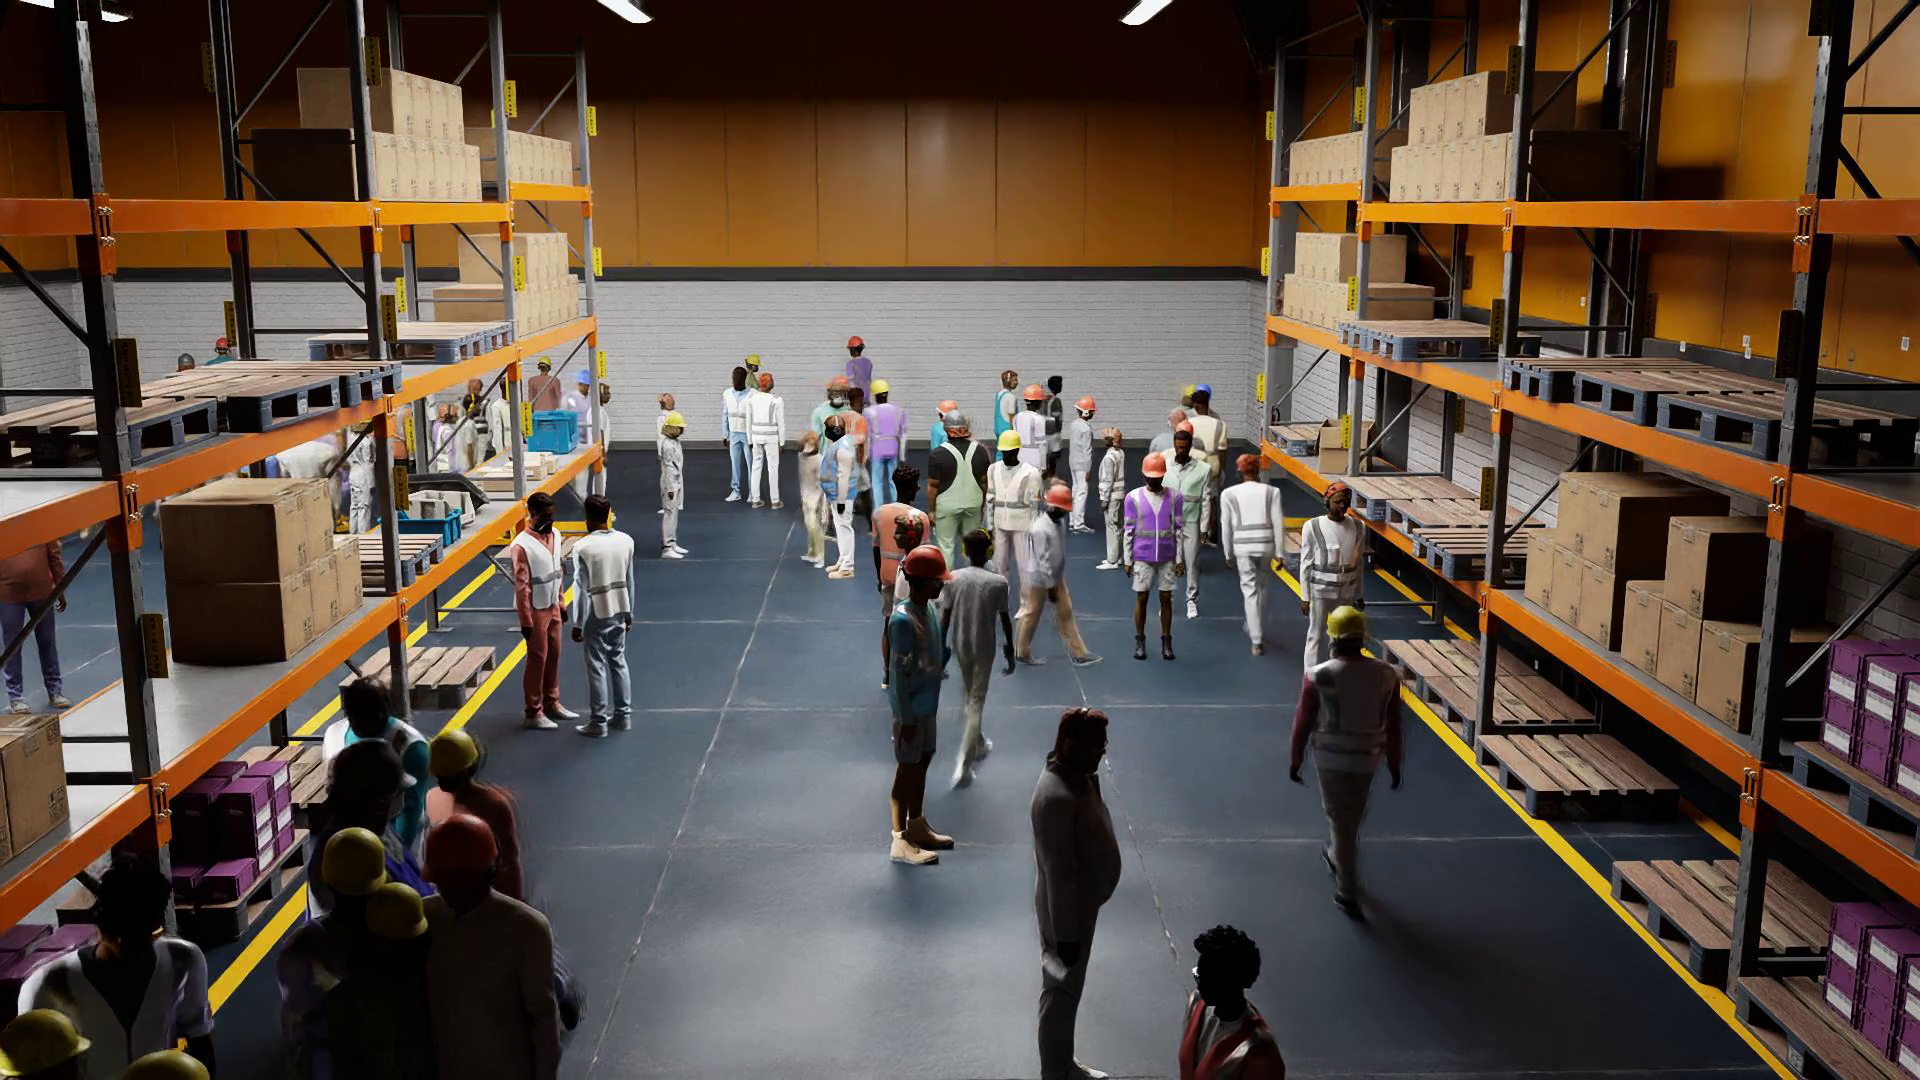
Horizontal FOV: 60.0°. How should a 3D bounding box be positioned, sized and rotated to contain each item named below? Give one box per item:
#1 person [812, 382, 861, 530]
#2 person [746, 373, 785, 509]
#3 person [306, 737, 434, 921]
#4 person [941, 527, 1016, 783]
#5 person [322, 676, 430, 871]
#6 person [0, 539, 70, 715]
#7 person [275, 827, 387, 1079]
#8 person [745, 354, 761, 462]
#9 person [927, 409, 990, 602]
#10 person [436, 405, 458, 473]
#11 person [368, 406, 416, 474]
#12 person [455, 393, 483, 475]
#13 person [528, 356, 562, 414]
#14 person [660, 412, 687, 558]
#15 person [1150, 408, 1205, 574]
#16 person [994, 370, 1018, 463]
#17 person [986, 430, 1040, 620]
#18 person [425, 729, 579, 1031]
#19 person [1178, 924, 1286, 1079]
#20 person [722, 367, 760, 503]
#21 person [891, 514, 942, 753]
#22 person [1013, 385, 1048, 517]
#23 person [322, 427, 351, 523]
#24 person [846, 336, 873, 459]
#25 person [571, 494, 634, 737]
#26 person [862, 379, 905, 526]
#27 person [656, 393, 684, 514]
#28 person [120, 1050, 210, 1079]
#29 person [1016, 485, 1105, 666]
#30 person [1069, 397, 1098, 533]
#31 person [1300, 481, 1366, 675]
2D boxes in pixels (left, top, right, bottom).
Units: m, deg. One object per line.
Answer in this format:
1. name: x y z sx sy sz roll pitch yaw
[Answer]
1. person: -1.567 -1.049 21.178 0.633 1.931 0.365 -1 11 -6
2. person: -2.679 -1.364 22.901 0.573 1.877 0.344 4 12 18
3. person: -2.349 1.769 6.764 0.535 2.000 0.695 -3 12 -13
4. person: 0.112 0.817 12.113 0.545 1.826 0.981 4 12 19
5. person: -2.988 1.575 8.340 0.633 1.795 0.943 3 12 14
6. person: -7.633 0.440 13.574 0.614 1.987 0.408 -10 15 -42
7. person: -2.182 1.960 6.098 0.380 1.922 0.591 6 13 28
8. person: -3.376 -2.140 27.076 0.326 1.761 0.523 0 11 1
9. person: -0.048 -0.371 17.495 0.680 2.000 0.535 -5 12 -22
10. person: -6.499 -0.902 21.190 0.318 1.631 0.524 -5 12 -23
11. person: -7.299 -1.100 21.429 0.584 1.928 0.373 0 11 2
12. person: -6.155 -0.892 20.649 0.519 1.842 0.513 -4 12 -20
13. person: -6.669 -2.078 26.781 0.535 1.753 0.341 -1 11 -4
14. person: -3.379 -0.650 19.681 0.355 1.734 0.489 0 11 1
15. person: 2.483 -0.576 19.076 0.664 1.837 1.060 3 12 15
16. person: 0.665 -1.485 23.579 0.351 1.843 0.506 -5 12 -25
17. person: 0.517 -0.155 16.726 0.587 1.920 0.391 7 13 30
18. person: -2.235 1.679 8.003 0.551 1.731 0.721 6 13 26
19. person: 0.929 2.139 5.799 0.321 1.689 0.530 -4 12 -19
20. person: -3.054 -1.487 23.399 0.596 1.915 0.372 3 12 17
21. person: -0.318 0.708 12.569 0.387 1.845 0.565 -1 11 -7
22. person: 0.903 -0.970 20.758 0.362 1.938 0.545 -10 15 -40
23. person: -8.078 -1.085 21.602 0.376 1.828 0.617 -9 14 -38
24. person: -1.692 -2.322 27.272 0.391 2.040 0.615 7 13 32
25. person: -2.784 0.588 13.036 0.409 1.907 0.598 7 14 33
26. person: -0.997 -1.116 21.523 0.596 1.925 0.396 -5 12 -25
27. person: -3.937 -1.172 22.514 0.311 1.642 0.512 5 12 22
28. person: -2.120 2.278 4.516 0.381 1.918 0.585 4 12 20
29. person: 0.868 0.340 14.818 0.876 1.681 0.611 6 13 29
30. person: 1.580 -0.959 21.201 0.344 1.744 0.558 -3 12 -14
31. person: 3.087 0.449 13.780 0.583 1.882 0.350 -3 12 -16
